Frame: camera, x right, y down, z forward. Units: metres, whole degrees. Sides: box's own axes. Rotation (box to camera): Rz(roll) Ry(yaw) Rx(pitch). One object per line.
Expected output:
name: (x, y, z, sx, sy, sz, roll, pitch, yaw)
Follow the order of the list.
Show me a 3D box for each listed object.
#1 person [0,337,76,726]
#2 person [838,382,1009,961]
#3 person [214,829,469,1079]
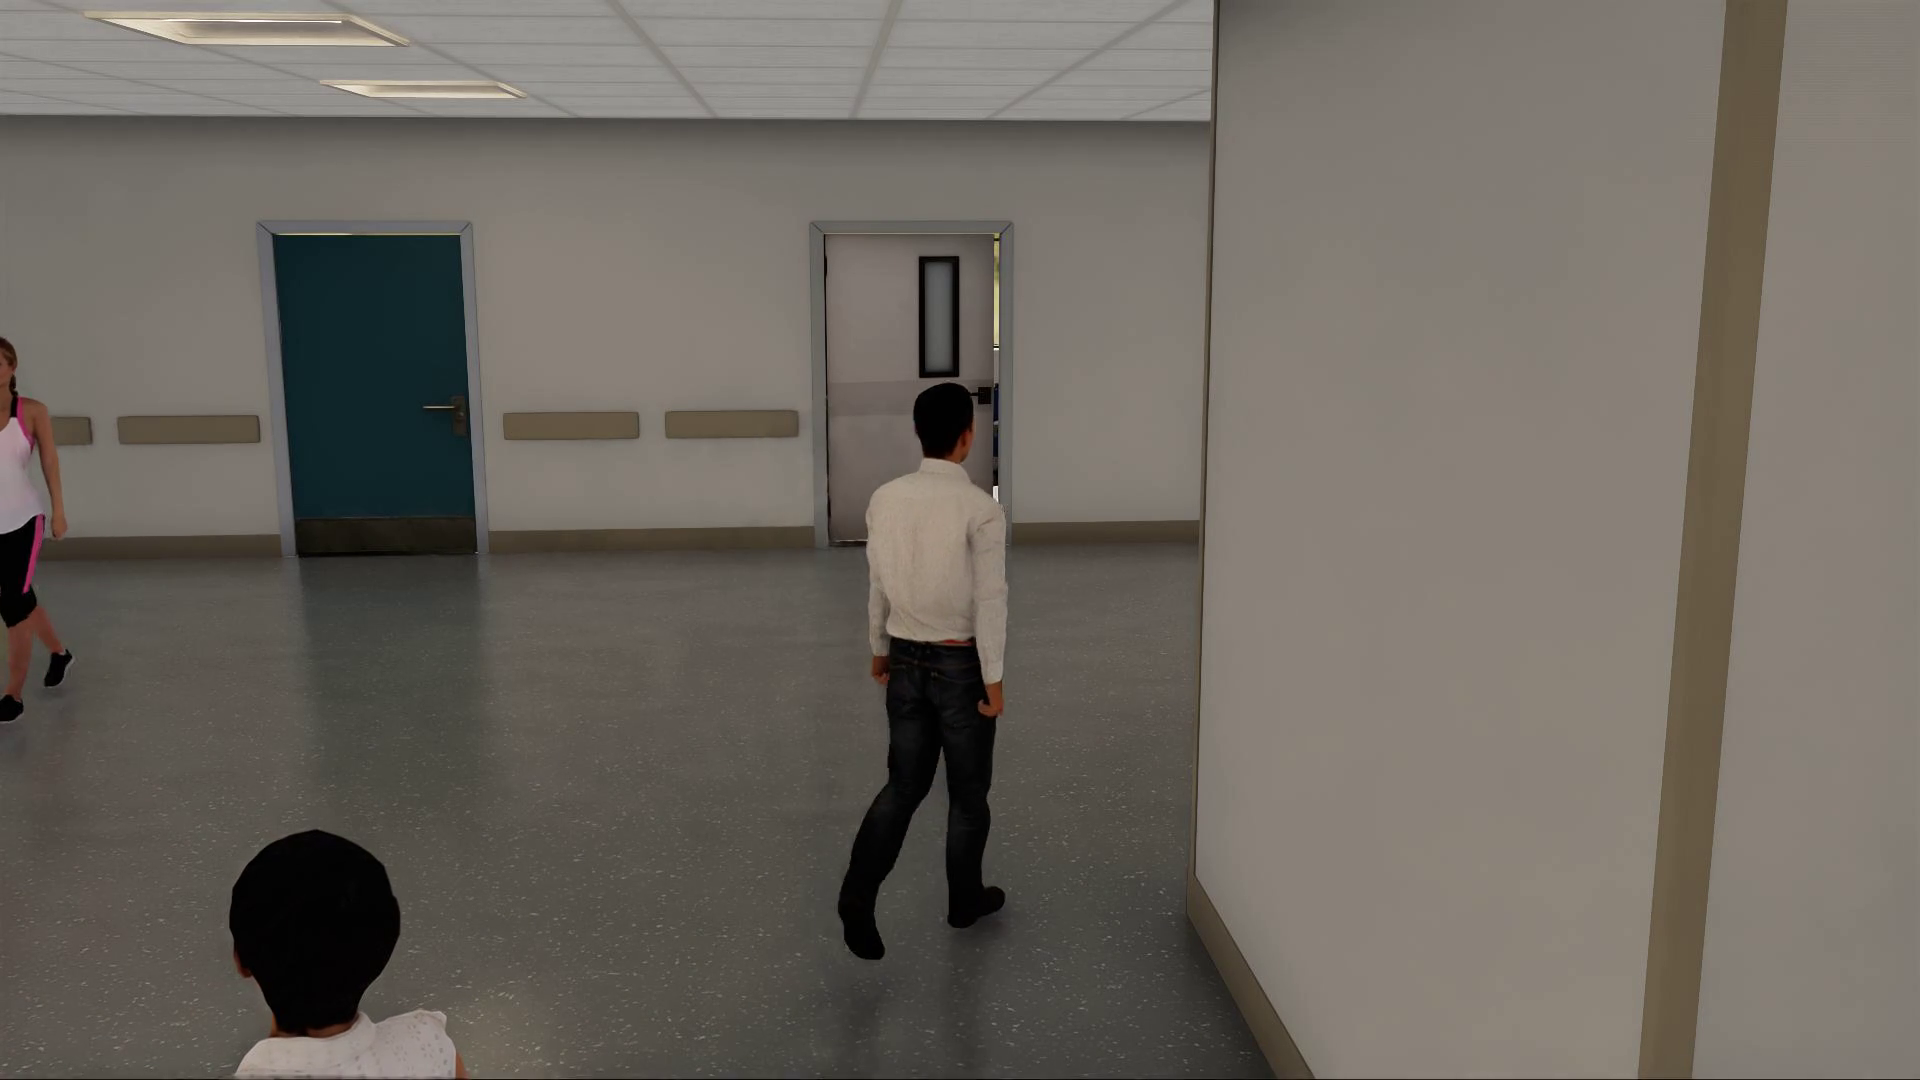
person: (-4.451, -0.060, 7.850, 1.078, 1.750, 0.700, 0, 11, -2)
person: (-0.119, 0.435, 5.147, 1.117, 1.786, 1.104, 6, 12, 30)
person: (-0.790, 1.119, 2.157, 0.701, 1.556, 0.632, 10, 15, 43)
